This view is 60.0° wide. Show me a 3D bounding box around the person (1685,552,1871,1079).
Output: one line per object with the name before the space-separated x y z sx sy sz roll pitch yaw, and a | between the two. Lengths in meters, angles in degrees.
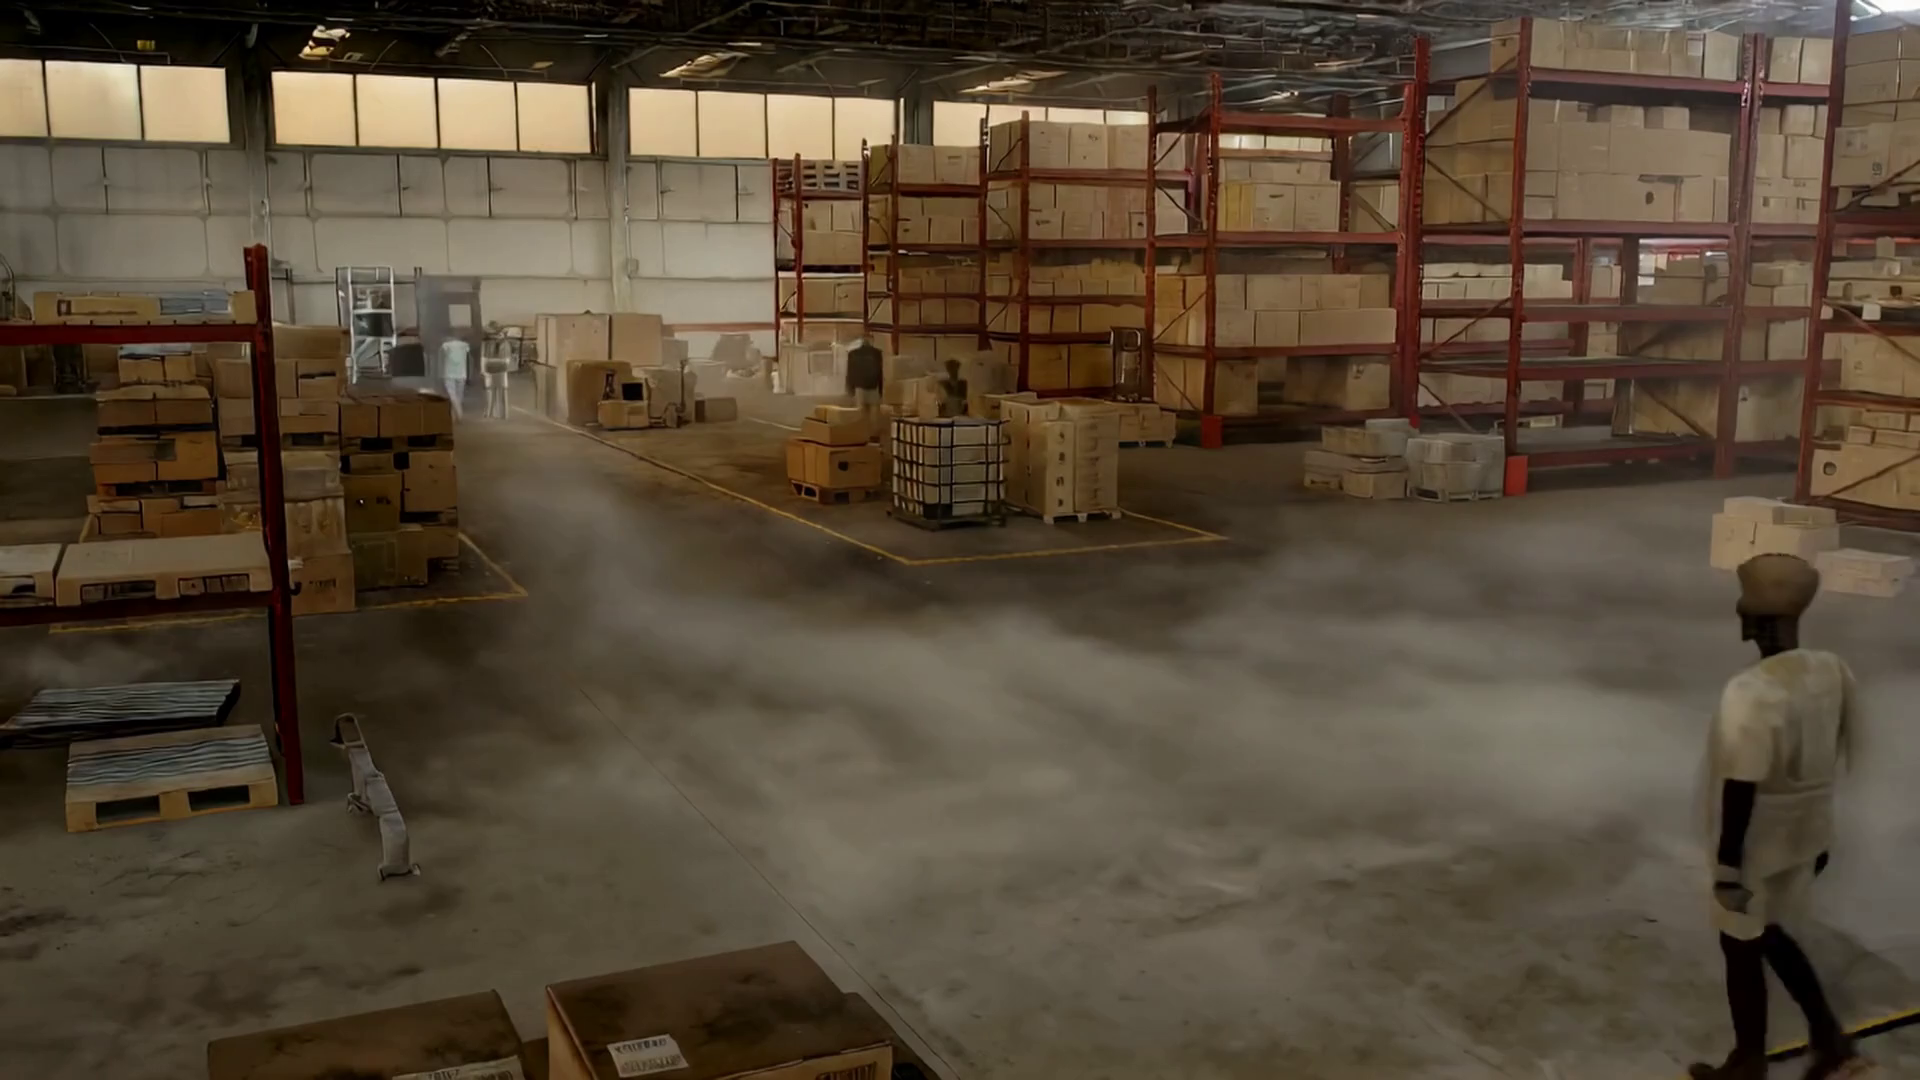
person | 2.792 1.010 5.662 0.619 1.954 0.481 -6 11 -32

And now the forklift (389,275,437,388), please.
forklift | -13.263 -5.226 41.510 1.873 2.768 1.129 -4 10 -25

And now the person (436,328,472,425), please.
person | -9.676 -3.114 31.687 0.868 1.811 0.620 9 13 43

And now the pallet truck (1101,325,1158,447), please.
pallet truck | 2.881 -2.596 27.923 0.823 1.965 1.885 -1 9 -7

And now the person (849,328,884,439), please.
person | -1.598 -2.643 28.442 0.632 1.930 1.046 2 9 11

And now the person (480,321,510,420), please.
person | -9.074 -3.297 32.456 0.553 1.935 0.364 0 9 -3

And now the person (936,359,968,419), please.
person | -0.152 -1.764 23.782 0.540 1.678 0.702 -6 11 -34

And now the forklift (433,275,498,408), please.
forklift | -10.688 -4.264 35.544 1.129 2.768 1.873 0 9 0
